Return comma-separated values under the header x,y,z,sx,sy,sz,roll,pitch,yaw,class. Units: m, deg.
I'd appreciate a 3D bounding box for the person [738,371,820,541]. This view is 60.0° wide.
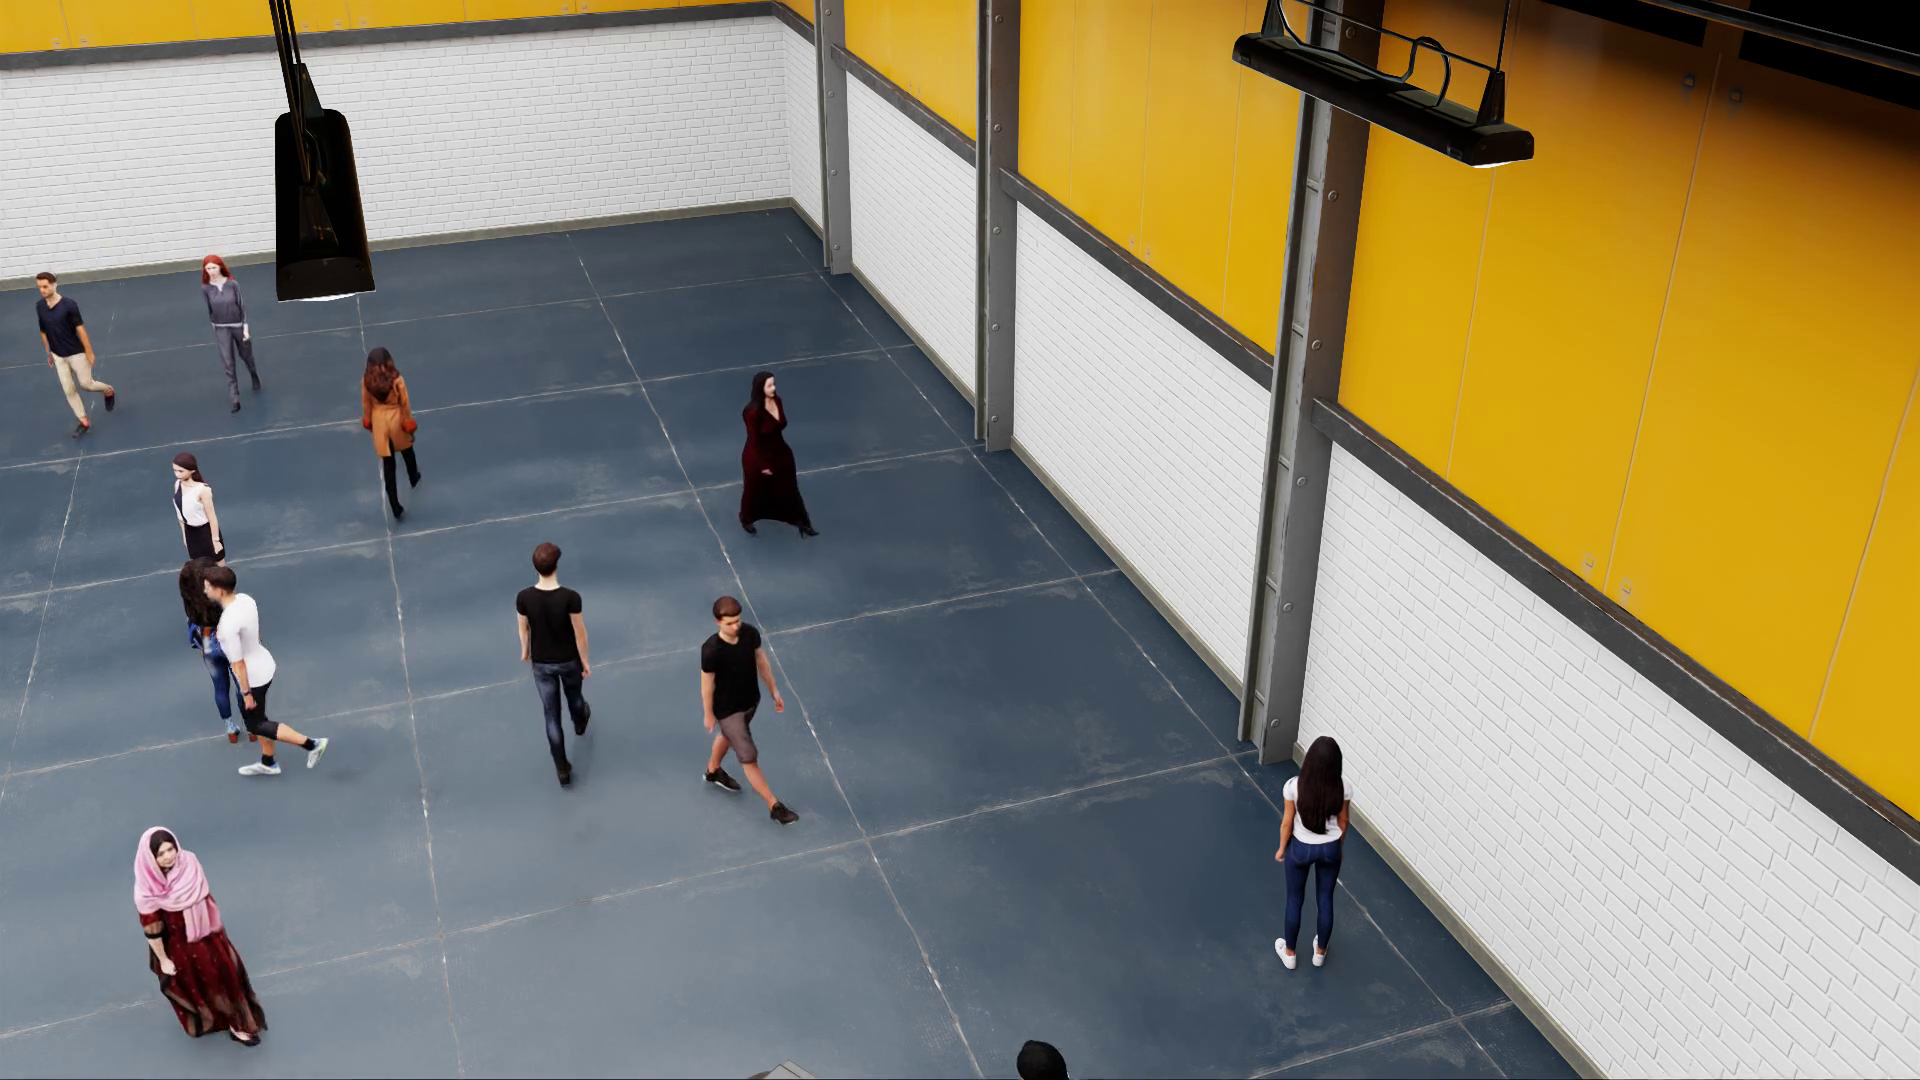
x,y,z,sx,sy,sz,roll,pitch,yaw,class
-1.922,-0.778,15.788,1.230,1.712,1.067,19,34,31,person

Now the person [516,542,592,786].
x,y,z,sx,sy,sz,roll,pitch,yaw,class
-3.037,0.964,12.450,0.901,1.850,1.264,-3,29,-6,person

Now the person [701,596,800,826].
x,y,z,sx,sy,sz,roll,pitch,yaw,class
-1.690,1.172,12.123,1.336,1.799,1.130,19,34,31,person

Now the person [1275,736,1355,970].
x,y,z,sx,sy,sz,roll,pitch,yaw,class
2.263,2.000,10.629,0.654,1.775,0.632,1,29,1,person

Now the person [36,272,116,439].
x,y,z,sx,sy,sz,roll,pitch,yaw,class
-9.586,-2.049,17.990,0.900,1.834,1.070,2,29,4,person

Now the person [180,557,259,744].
x,y,z,sx,sy,sz,roll,pitch,yaw,class
-5.712,0.845,12.910,0.675,1.618,0.651,-1,29,-2,person

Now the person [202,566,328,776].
x,y,z,sx,sy,sz,roll,pitch,yaw,class
-5.179,1.004,12.398,0.902,1.830,0.983,-2,29,-4,person

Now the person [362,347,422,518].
x,y,z,sx,sy,sz,roll,pitch,yaw,class
-5.591,-1.025,16.291,0.921,1.664,1.243,-2,29,-4,person

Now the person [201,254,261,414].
x,y,z,sx,sy,sz,roll,pitch,yaw,class
-8.156,-2.370,18.700,0.632,1.718,1.191,-7,29,-13,person

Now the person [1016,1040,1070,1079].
x,y,z,sx,sy,sz,roll,pitch,yaw,class
0.490,3.229,8.472,0.882,1.683,0.827,15,32,26,person

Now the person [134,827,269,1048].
x,y,z,sx,sy,sz,roll,pitch,yaw,class
-4.755,2.382,10.097,0.997,1.613,0.902,18,33,29,person

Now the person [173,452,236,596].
x,y,z,sx,sy,sz,roll,pitch,yaw,class
-6.574,-0.020,14.464,0.629,1.649,0.686,12,31,21,person
